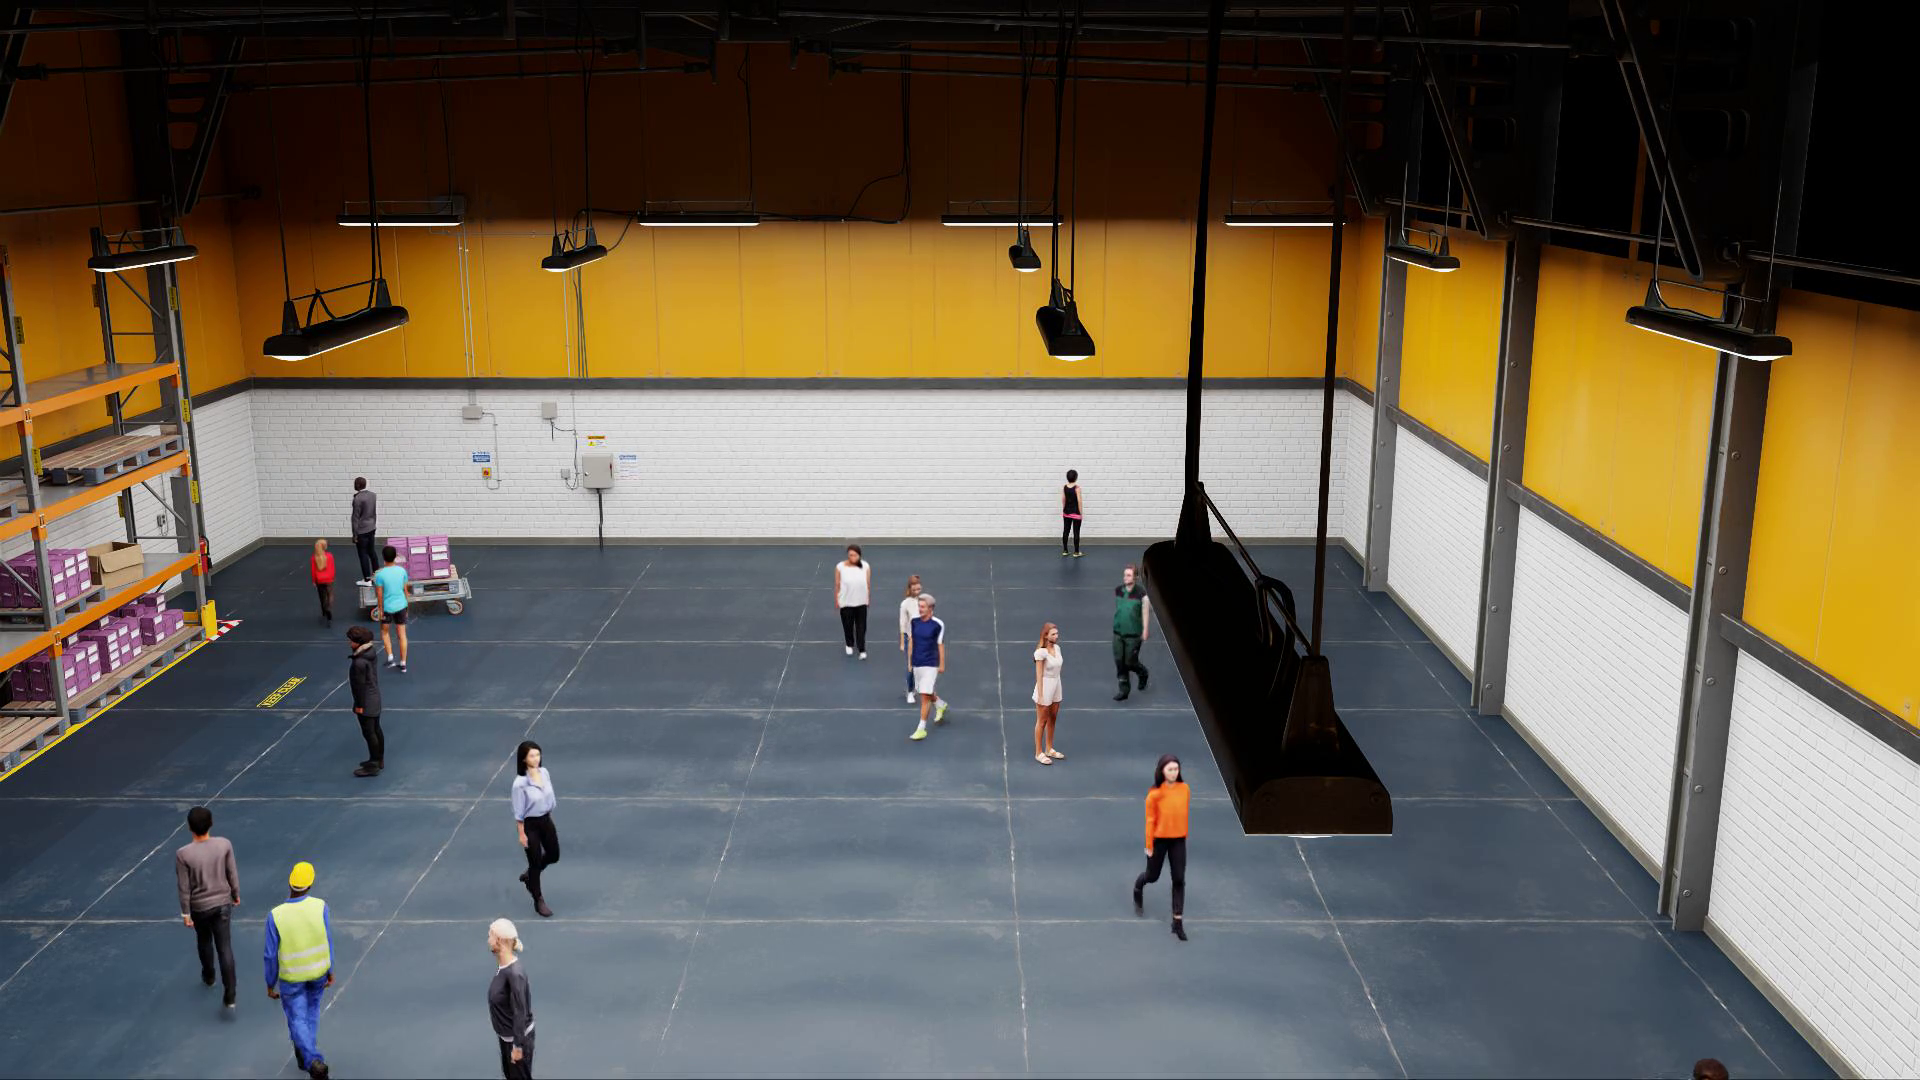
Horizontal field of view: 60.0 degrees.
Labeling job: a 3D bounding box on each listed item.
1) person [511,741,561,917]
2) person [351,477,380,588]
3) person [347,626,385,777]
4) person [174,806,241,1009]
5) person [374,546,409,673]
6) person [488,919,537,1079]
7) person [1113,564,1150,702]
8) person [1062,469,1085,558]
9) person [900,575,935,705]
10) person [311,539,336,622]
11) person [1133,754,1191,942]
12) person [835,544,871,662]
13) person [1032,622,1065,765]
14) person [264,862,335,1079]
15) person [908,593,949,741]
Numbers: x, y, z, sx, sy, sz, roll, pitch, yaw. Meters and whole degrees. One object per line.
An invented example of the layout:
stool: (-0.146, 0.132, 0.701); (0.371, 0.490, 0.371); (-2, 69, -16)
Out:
person: (-4.085, 2.726, 15.774); (0.899, 1.733, 0.842); (9, 16, 34)
person: (-9.811, -0.144, 27.452); (0.824, 1.815, 0.630); (4, 14, 16)
person: (-6.869, 1.852, 19.294); (0.697, 1.774, 0.523); (-1, 14, -5)
person: (-6.316, 3.142, 14.075); (1.074, 1.724, 1.245); (-6, 15, -24)
person: (-7.774, 0.975, 22.948); (0.754, 1.760, 0.803); (-10, 17, -35)
person: (-3.226, 3.613, 12.159); (0.826, 1.710, 0.645); (-10, 17, -36)
person: (2.250, 1.199, 21.871); (0.921, 1.831, 1.011); (11, 17, 37)
person: (1.982, -0.489, 29.438); (0.623, 1.552, 0.663); (10, 17, 36)
person: (-0.573, 1.299, 21.721); (0.764, 1.707, 0.811); (-7, 15, -28)
person: (-9.715, 0.629, 25.427); (0.630, 1.265, 0.871); (-4, 14, -18)
person: (1.875, 2.801, 15.488); (0.911, 1.722, 1.178); (-6, 15, -22)
person: (-1.516, 0.867, 23.630); (0.743, 1.649, 1.087); (-2, 14, -7)
person: (1.044, 1.788, 19.722); (0.728, 1.697, 0.662); (12, 18, 41)
person: (-5.071, 3.404, 12.887); (1.101, 1.774, 1.235); (-10, 17, -37)
person: (-0.373, 1.520, 20.585); (1.050, 1.813, 1.231); (9, 16, 32)
